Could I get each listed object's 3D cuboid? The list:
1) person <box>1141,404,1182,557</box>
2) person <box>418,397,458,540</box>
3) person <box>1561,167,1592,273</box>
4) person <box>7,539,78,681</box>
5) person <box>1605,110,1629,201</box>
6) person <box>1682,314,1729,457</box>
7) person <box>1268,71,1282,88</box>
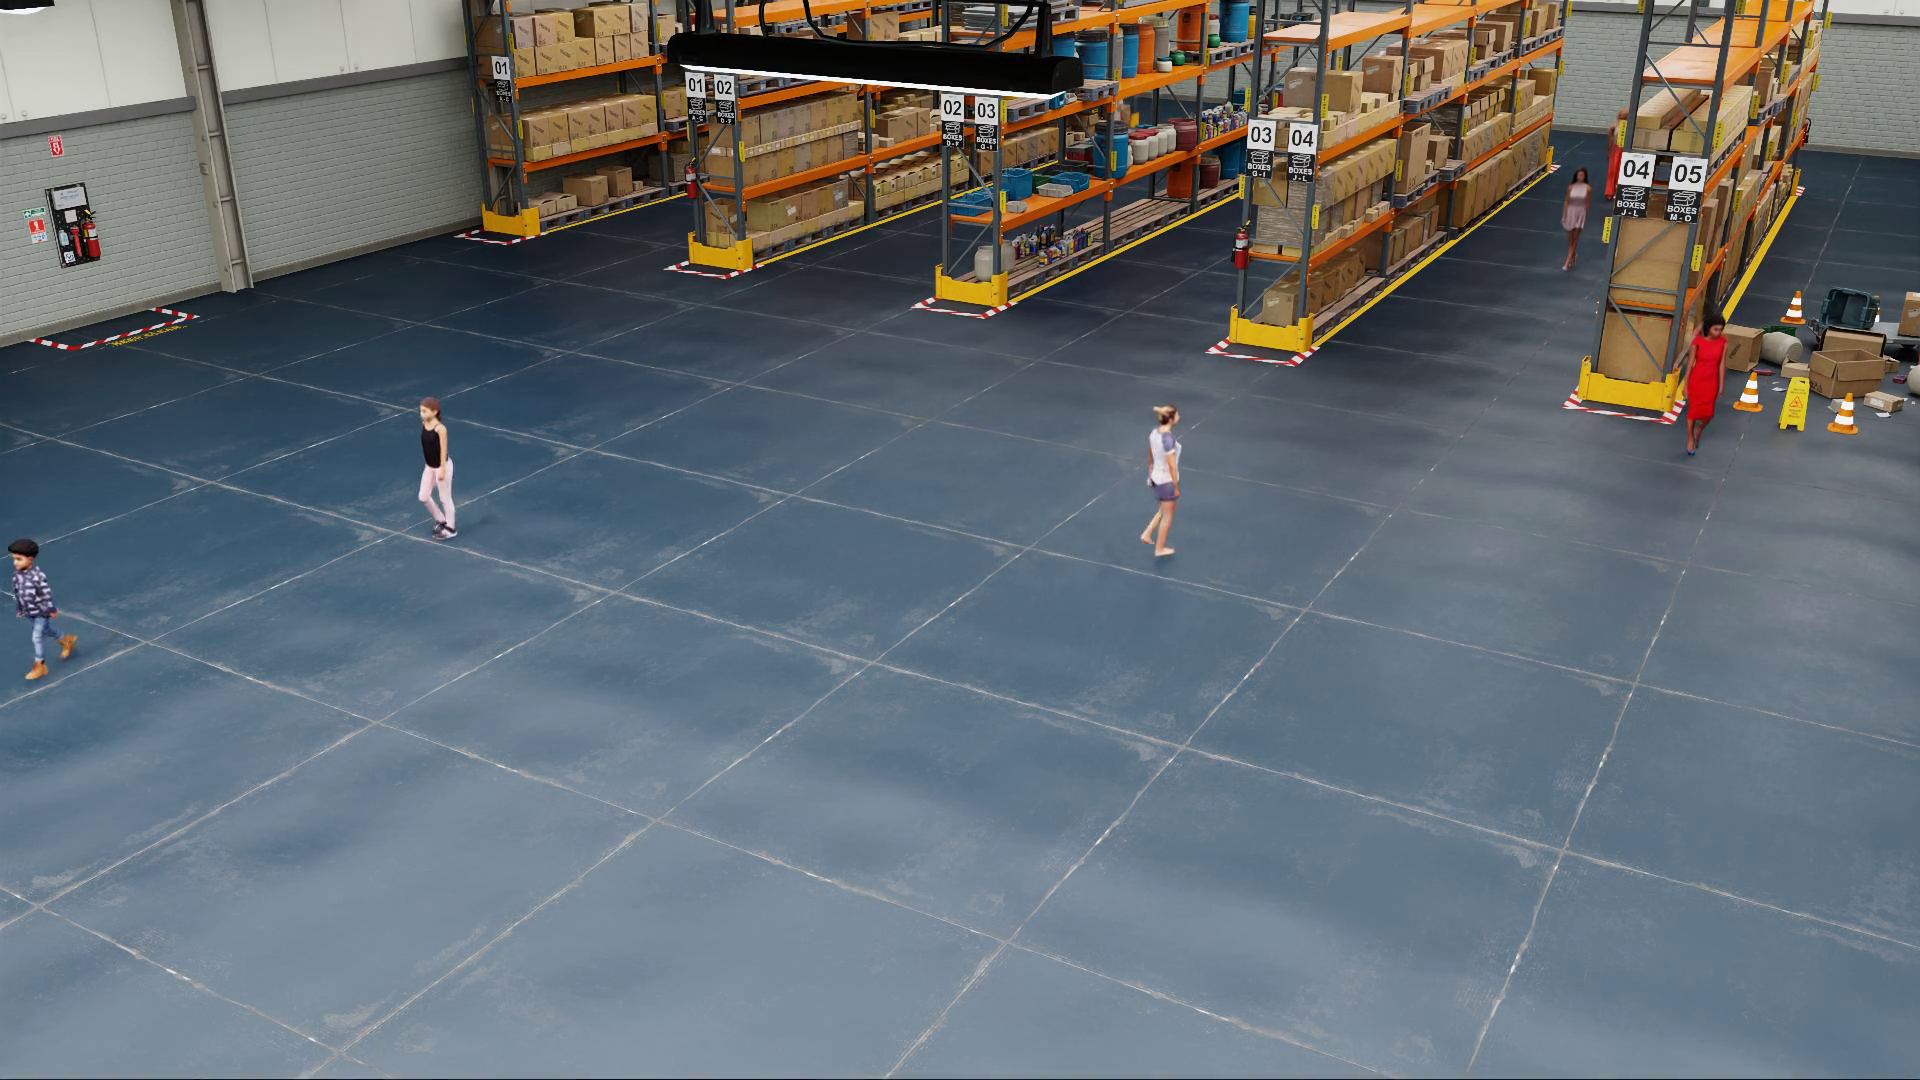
[{"bbox_3d":[2.007,-0.583,16.807,0.764,1.610,0.705,-7,24,-15],"label":"person"},{"bbox_3d":[-5.381,-0.768,17.307,0.557,1.559,0.574,16,28,33],"label":"person"},{"bbox_3d":[10.339,-5.373,27.937,0.547,1.714,1.137,14,27,29],"label":"person"},{"bbox_3d":[-8.064,0.562,14.605,0.605,1.226,0.903,8,24,19],"label":"person"},{"bbox_3d":[13.255,-7.721,33.417,0.772,1.747,1.319,9,25,20],"label":"person"},{"bbox_3d":[8.745,-1.846,19.621,0.720,1.731,0.752,4,23,10],"label":"person"},{"bbox_3d":[7.488,-10.500,40.137,0.733,1.602,0.778,11,25,24],"label":"person"}]
